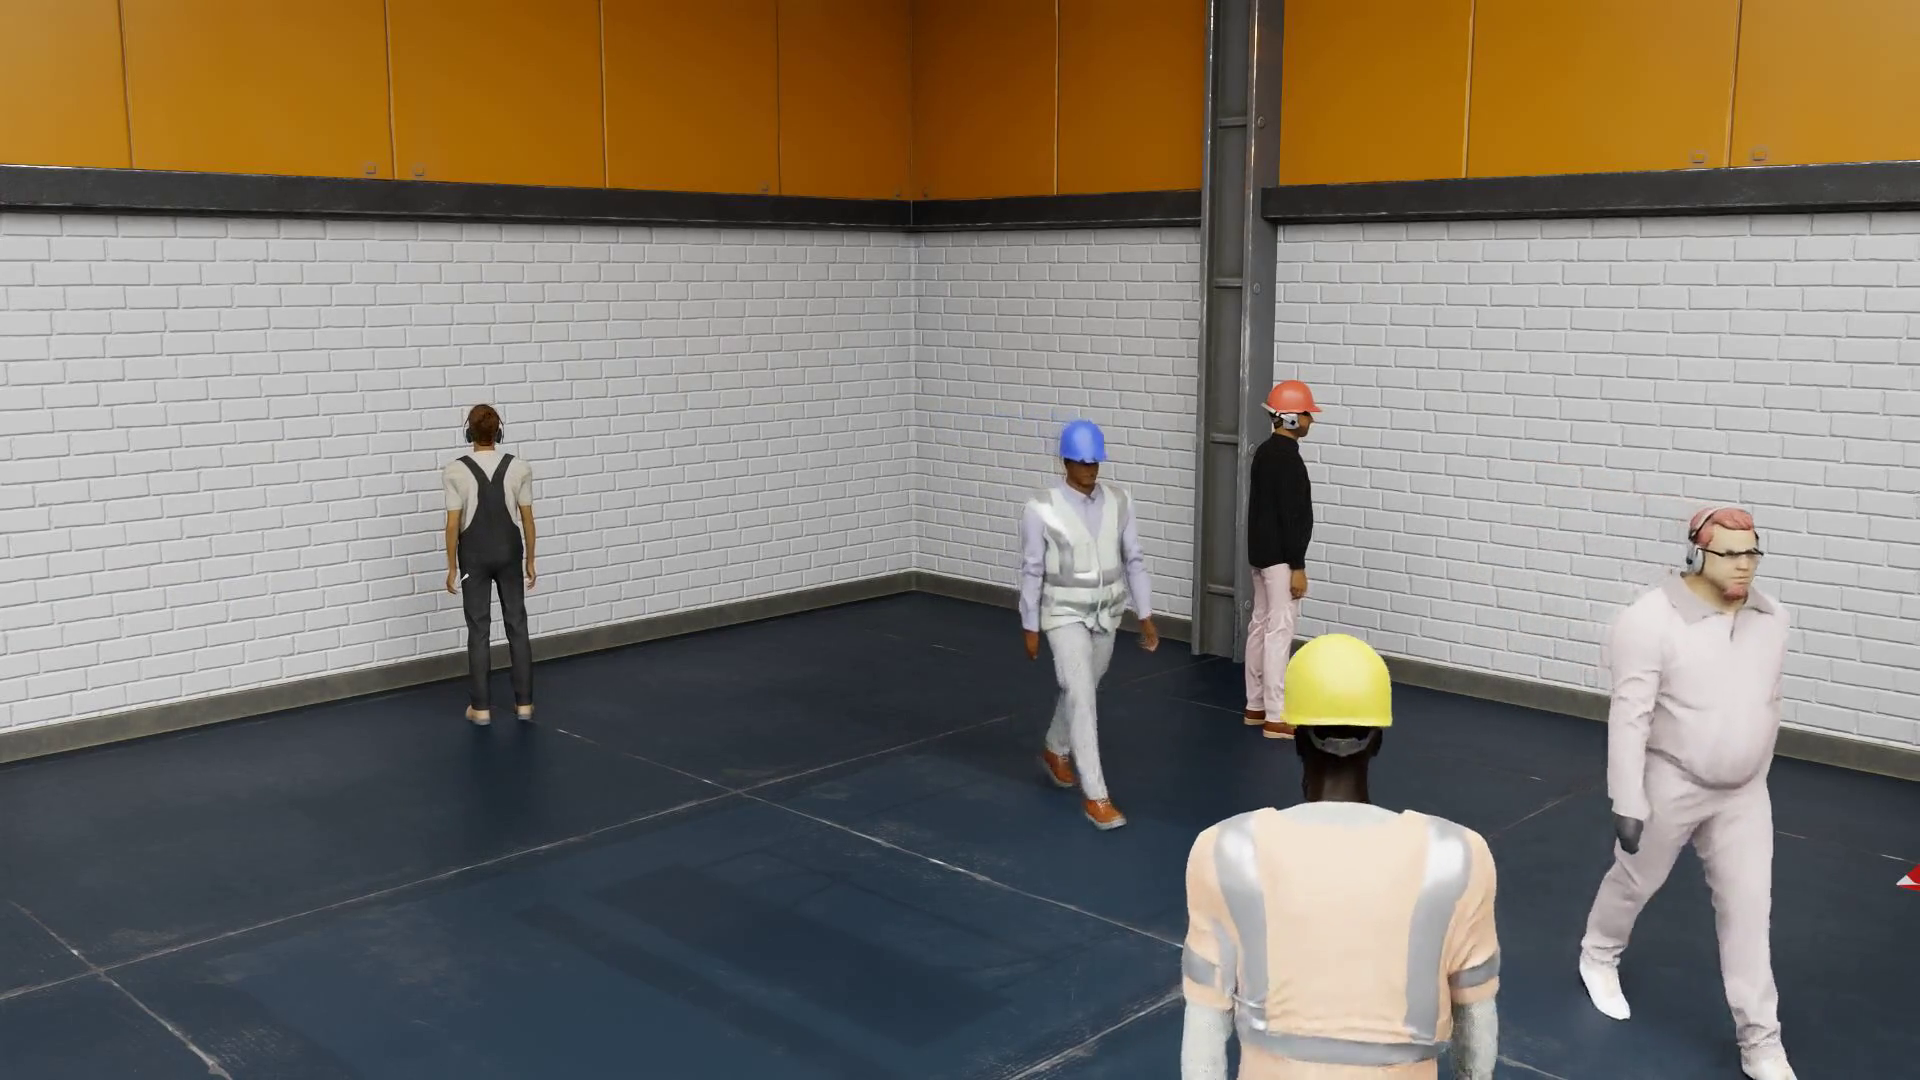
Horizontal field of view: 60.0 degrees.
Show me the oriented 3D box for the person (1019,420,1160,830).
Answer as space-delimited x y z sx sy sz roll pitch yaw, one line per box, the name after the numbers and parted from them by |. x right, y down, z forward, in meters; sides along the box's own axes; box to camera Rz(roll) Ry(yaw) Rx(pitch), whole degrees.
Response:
0.586 0.359 8.067 0.613 1.907 0.990 -5 10 -27 | person

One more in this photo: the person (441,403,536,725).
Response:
-2.695 0.139 9.558 0.507 1.845 0.339 -4 10 -24 | person

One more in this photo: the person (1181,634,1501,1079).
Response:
0.765 1.125 3.376 0.614 1.895 0.833 2 10 13 | person

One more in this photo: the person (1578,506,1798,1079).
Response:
2.422 0.800 5.496 0.668 1.860 1.009 -2 9 -11 | person

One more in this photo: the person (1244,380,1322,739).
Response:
1.805 0.103 9.320 0.389 1.996 0.612 -1 9 -7 | person
